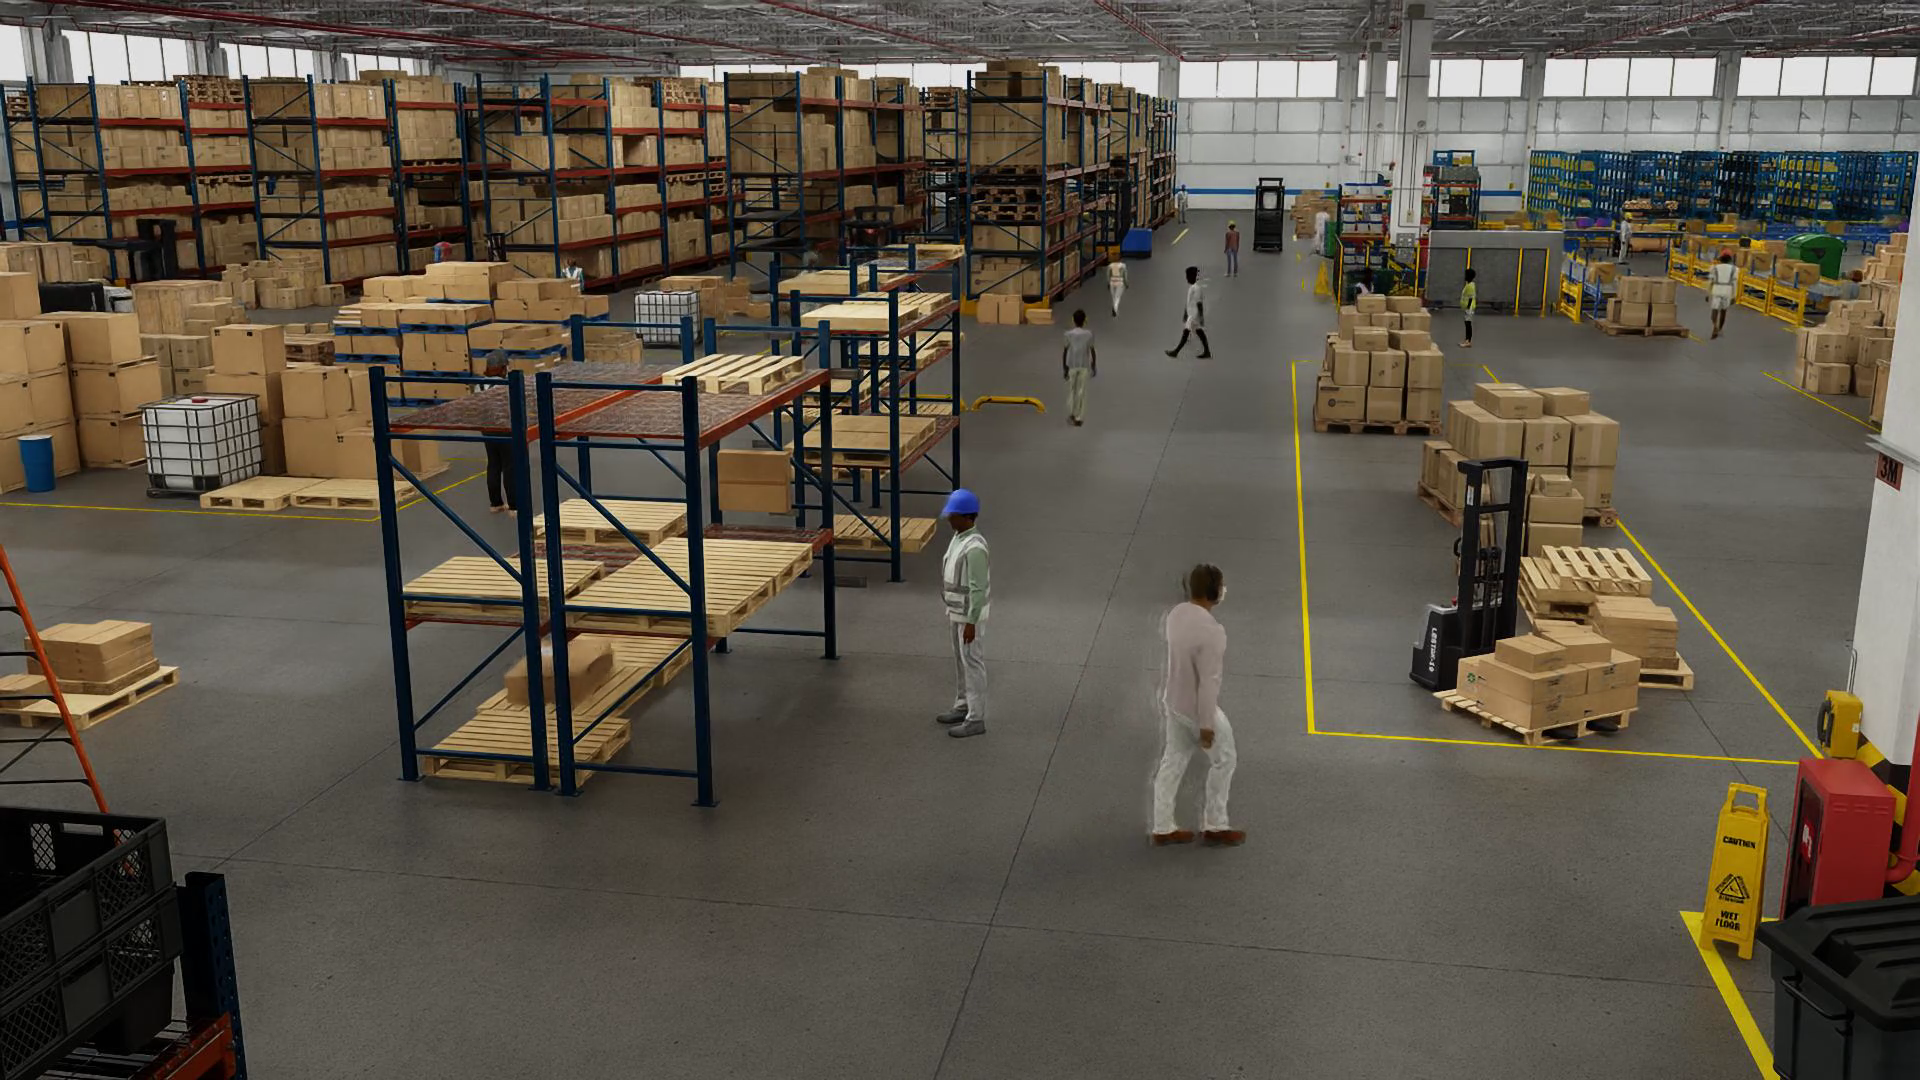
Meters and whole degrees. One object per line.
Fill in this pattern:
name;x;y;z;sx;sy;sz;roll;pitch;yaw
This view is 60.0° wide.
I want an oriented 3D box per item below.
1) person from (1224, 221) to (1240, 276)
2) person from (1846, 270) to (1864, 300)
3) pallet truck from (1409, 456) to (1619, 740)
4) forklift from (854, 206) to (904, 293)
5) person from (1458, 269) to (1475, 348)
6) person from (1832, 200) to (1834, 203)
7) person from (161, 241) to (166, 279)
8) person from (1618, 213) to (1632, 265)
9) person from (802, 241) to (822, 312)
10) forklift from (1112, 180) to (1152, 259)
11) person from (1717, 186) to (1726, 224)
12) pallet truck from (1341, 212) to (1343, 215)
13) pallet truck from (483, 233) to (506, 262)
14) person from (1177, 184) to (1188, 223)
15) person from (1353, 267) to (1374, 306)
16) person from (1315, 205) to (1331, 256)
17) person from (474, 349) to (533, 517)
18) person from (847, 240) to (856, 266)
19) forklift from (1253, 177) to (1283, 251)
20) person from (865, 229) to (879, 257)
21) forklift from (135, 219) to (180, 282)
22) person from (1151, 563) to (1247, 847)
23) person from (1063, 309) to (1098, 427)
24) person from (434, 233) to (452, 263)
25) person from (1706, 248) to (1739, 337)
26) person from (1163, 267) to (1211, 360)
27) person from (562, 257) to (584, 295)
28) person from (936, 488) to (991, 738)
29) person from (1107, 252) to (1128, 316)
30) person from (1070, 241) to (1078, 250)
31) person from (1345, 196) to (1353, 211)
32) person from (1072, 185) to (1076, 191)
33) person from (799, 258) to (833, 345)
person;8.756;-9.385;53.617;0.522;1.763;0.320;-6;15;-23
person;19.583;-5.092;36.463;0.355;1.622;0.499;2;14;9
pallet truck;4.504;0.400;13.395;0.823;1.965;1.885;-6;15;-23
forklift;-2.053;-6.695;40.387;1.129;2.768;1.873;3;14;10
person;10.997;-5.022;36.028;0.315;1.696;0.541;3;14;12
person;45.400;-17.548;86.848;0.879;1.716;0.556;4;15;17
person;-21.972;-7.519;46.164;0.322;1.696;0.536;4;15;18
person;23.232;-10.508;58.062;0.403;1.817;0.600;9;16;31
person;-3.648;-6.477;41.464;0.441;1.925;0.657;-12;18;-40
forklift;6.082;-11.722;60.796;1.873;2.768;1.129;2;14;9
person;36.717;-16.026;80.030;0.560;2.025;0.638;4;14;14
pallet truck;15.874;-13.227;70.310;0.680;1.201;1.601;10;17;35
pallet truck;-11.832;-7.026;43.548;1.885;1.965;0.823;8;16;28
person;11.269;-16.999;84.137;0.614;1.947;0.388;-8;16;-28
person;8.258;-4.590;33.872;0.608;1.900;0.635;-13;19;-42
person;13.631;-11.592;62.313;0.432;1.885;0.664;-13;19;-43
person;-5.534;-1.307;20.236;0.682;2.000;0.537;10;17;35
person;-2.746;-6.591;41.947;0.410;1.920;0.560;-12;18;-41
forklift;12.083;-12.747;64.956;1.129;2.768;1.873;3;14;10
person;-2.464;-7.562;45.753;0.660;1.978;0.464;9;16;32
forklift;-16.510;-5.237;34.466;1.129;2.768;1.873;9;16;32
person;1.600;1.083;10.805;0.778;1.907;0.669;-5;15;-19
person;1.928;-2.757;26.550;0.521;1.838;0.852;3;14;13
person;-14.409;-7.631;46.353;0.430;1.836;0.638;6;15;23
person;17.224;-5.568;37.592;0.619;2.020;0.815;5;15;20
person;4.692;-4.608;33.921;1.038;1.890;0.641;0;14;0
person;-9.343;-6.017;40.207;0.524;1.631;0.318;-1;14;-2
person;0.043;0.551;12.880;0.380;1.951;0.605;-4;14;-15
person;3.926;-6.415;41.840;0.524;1.615;0.622;7;15;26
person;4.143;-10.833;59.510;0.676;1.742;0.534;2;14;7
person;19.416;-16.535;82.947;0.540;1.609;0.447;-13;19;-42
person;5.994;-17.769;87.568;0.586;1.804;0.856;-1;14;-4
person;-3.185;-5.173;36.239;0.990;1.886;0.629;13;19;42
